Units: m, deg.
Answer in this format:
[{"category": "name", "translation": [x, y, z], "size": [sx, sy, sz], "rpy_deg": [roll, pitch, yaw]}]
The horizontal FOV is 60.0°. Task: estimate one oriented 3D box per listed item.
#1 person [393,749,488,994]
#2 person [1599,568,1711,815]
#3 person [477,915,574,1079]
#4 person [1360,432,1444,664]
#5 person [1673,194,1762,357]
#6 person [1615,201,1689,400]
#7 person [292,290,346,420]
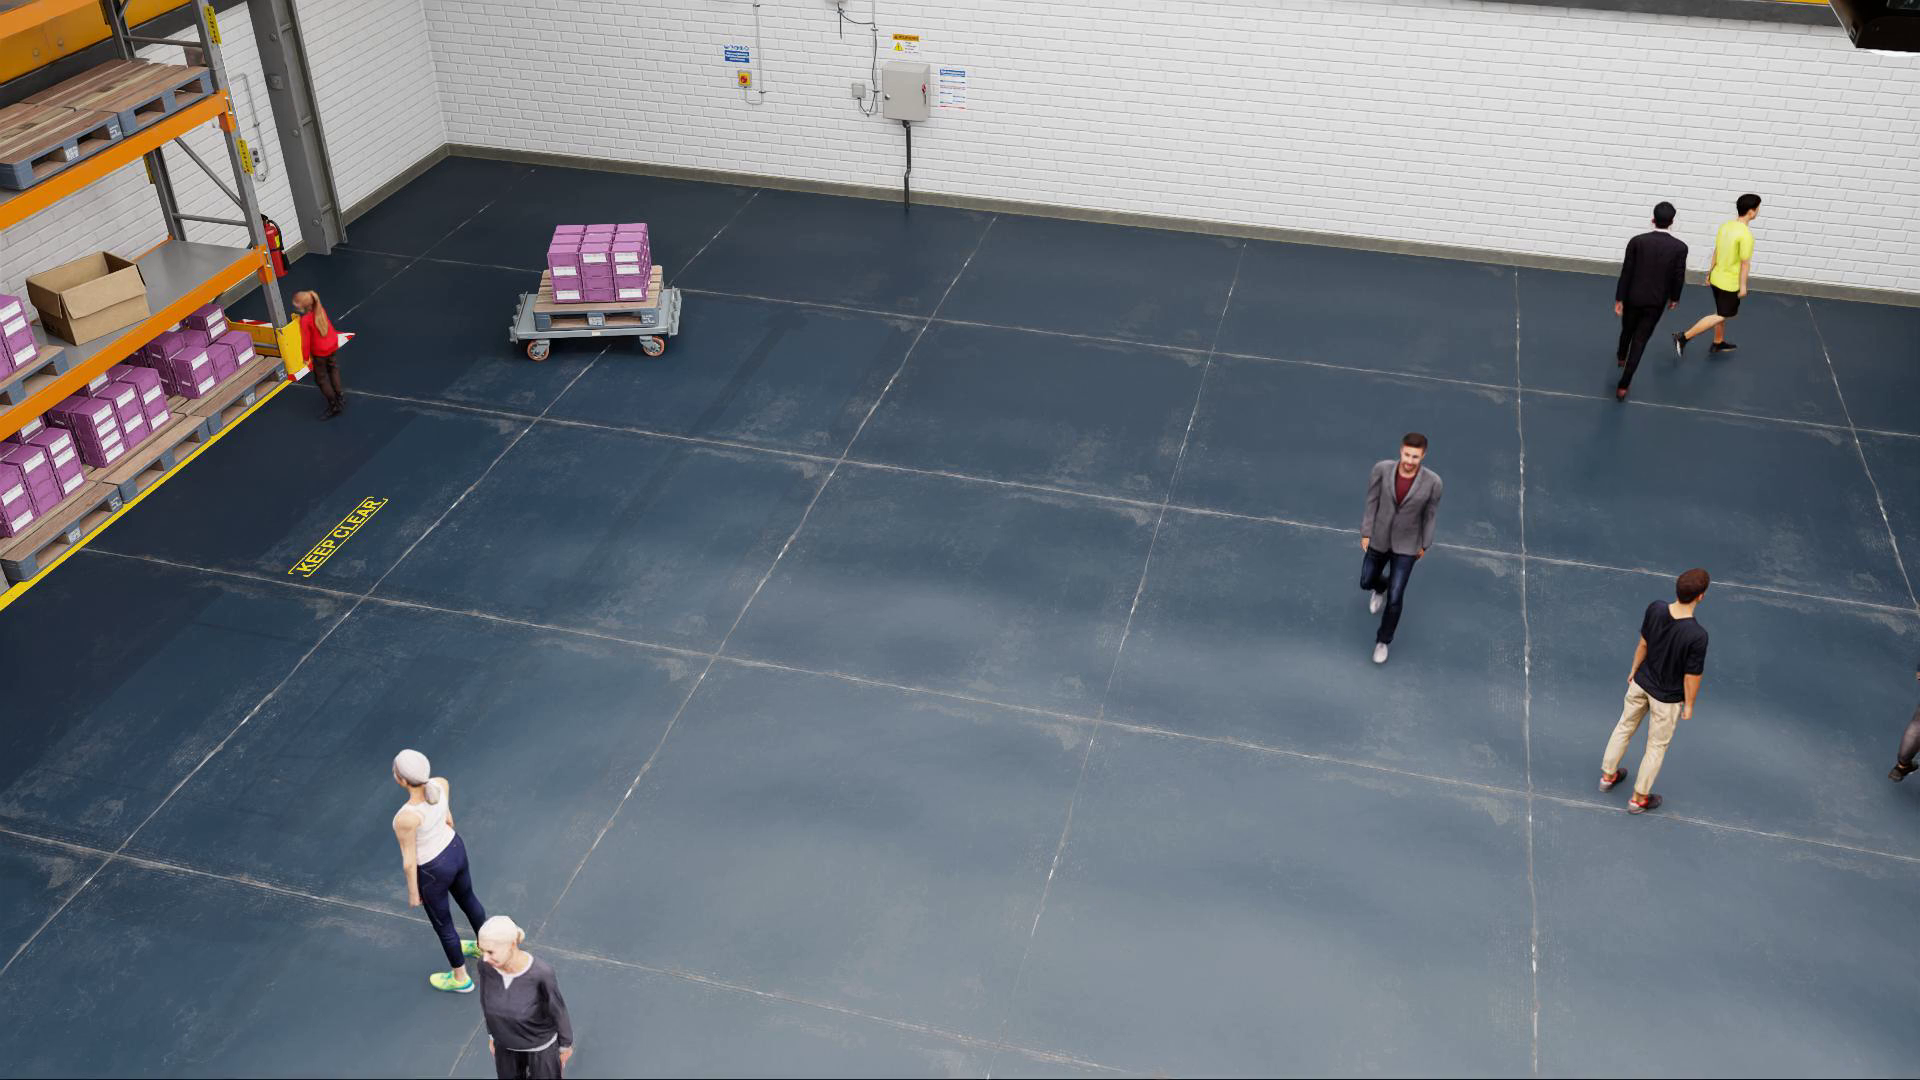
[{"category": "person", "translation": [-2.987, 1.894, 9.576], "size": [0.656, 1.700, 0.485], "rpy_deg": [10, 35, 15]}, {"category": "person", "translation": [4.541, 0.972, 10.822], "size": [0.749, 1.854, 0.695], "rpy_deg": [-19, 38, -26]}, {"category": "person", "translation": [-2.219, 2.506, 8.646], "size": [0.633, 1.709, 0.784], "rpy_deg": [6, 34, 9]}, {"category": "person", "translation": [3.224, -0.026, 12.324], "size": [0.828, 1.855, 1.091], "rpy_deg": [16, 37, 22]}, {"category": "person", "translation": [7.443, -2.545, 16.262], "size": [0.913, 1.691, 1.029], "rpy_deg": [-4, 34, -6]}, {"category": "person", "translation": [6.428, -2.207, 15.624], "size": [0.888, 1.832, 1.219], "rpy_deg": [17, 37, 23]}, {"category": "person", "translation": [-5.935, -1.784, 15.508], "size": [0.690, 1.259, 0.451], "rpy_deg": [20, 39, 27]}]
